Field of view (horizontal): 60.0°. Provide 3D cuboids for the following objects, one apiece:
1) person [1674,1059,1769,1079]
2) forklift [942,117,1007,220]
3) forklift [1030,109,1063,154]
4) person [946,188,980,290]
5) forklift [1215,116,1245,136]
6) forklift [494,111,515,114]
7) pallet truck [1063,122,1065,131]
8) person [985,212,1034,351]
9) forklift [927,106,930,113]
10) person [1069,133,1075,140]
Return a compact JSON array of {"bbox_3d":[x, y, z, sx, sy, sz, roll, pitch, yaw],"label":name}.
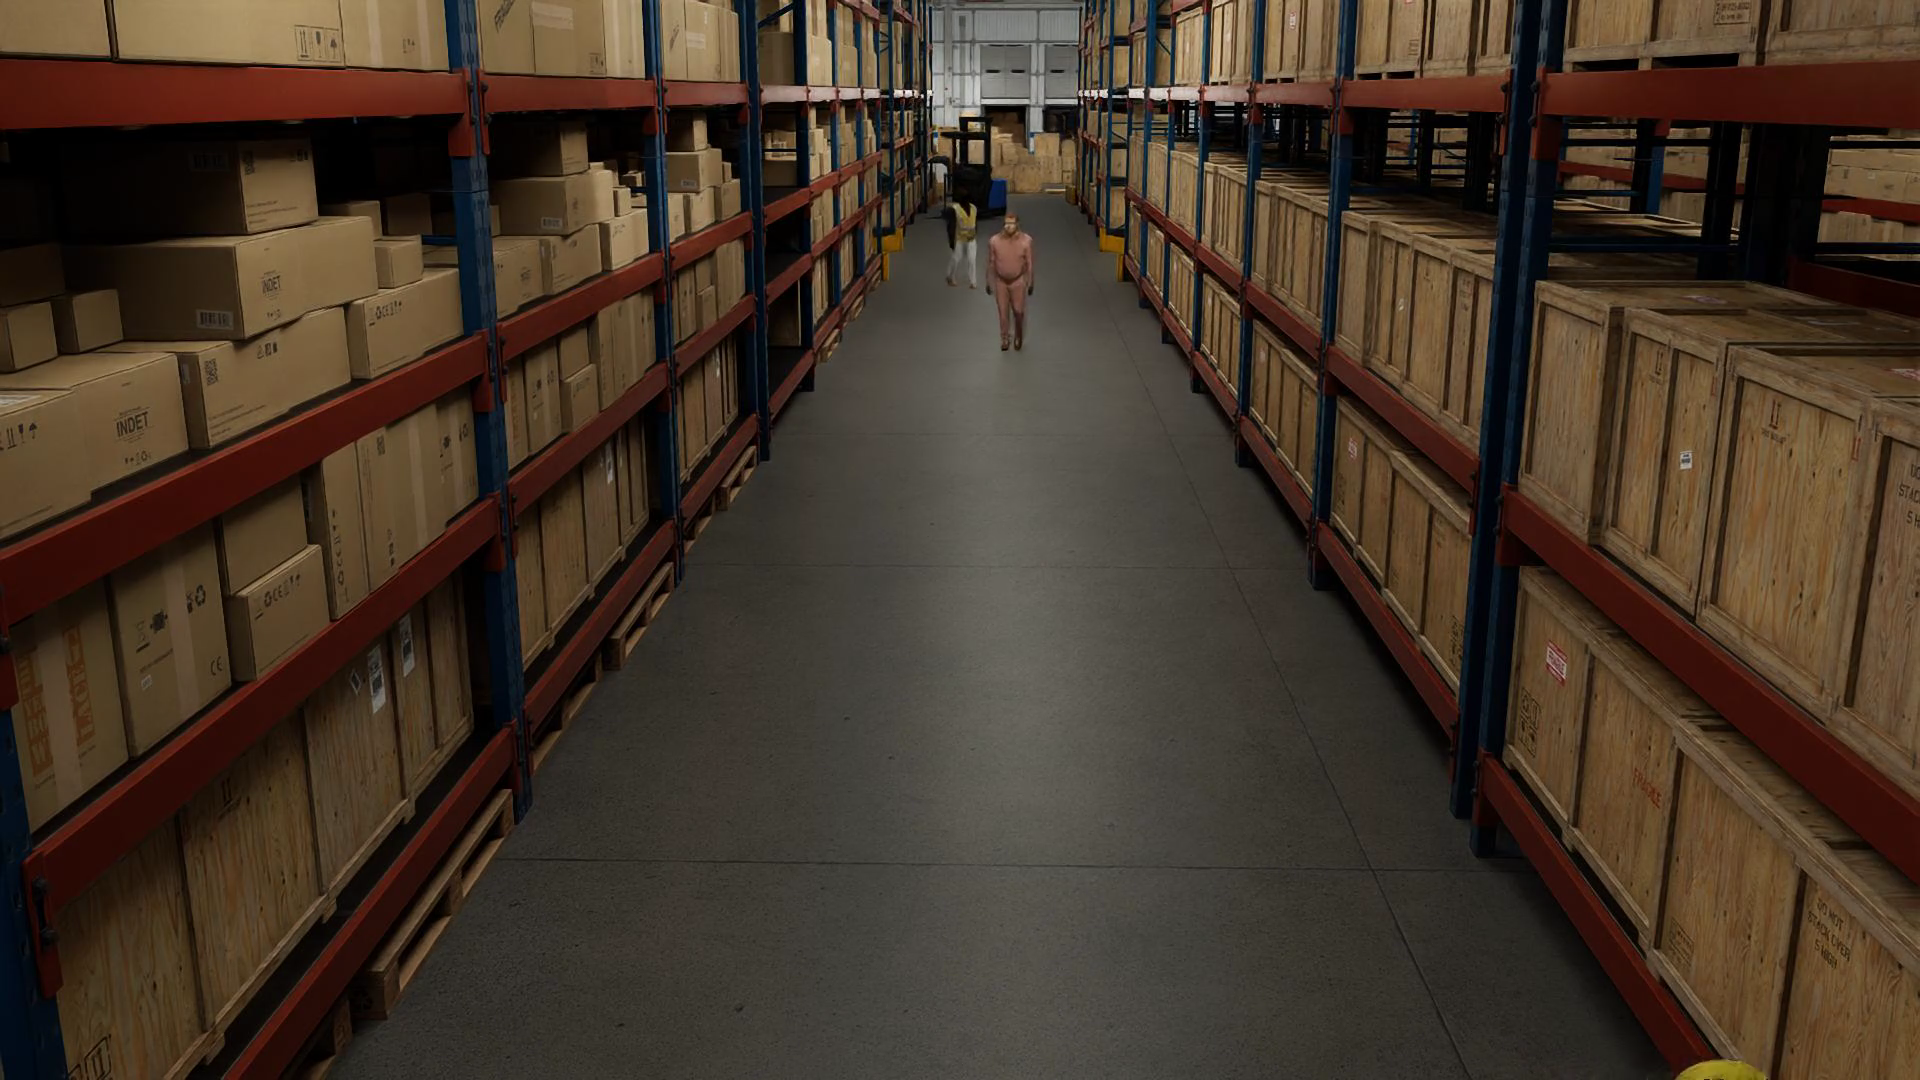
[{"bbox_3d":[1.283,1.805,3.358,0.766,1.685,0.501,2,15,8],"label":"person"},{"bbox_3d":[0.442,-10.491,46.824,1.129,2.768,1.873,9,17,30],"label":"forklift"},{"bbox_3d":[3.875,-16.728,70.032,1.129,2.768,1.873,-11,19,-36],"label":"forklift"},{"bbox_3d":[0.030,-5.479,30.226,0.634,1.808,0.900,-9,18,-30],"label":"person"},{"bbox_3d":[7.788,-10.970,48.609,1.129,2.768,1.873,0,15,1],"label":"forklift"},{"bbox_3d":[-18.354,-15.922,67.032,1.129,2.768,1.873,0,15,1],"label":"forklift"},{"bbox_3d":[5.788,-21.111,88.014,1.885,1.965,0.823,5,16,18],"label":"pallet truck"},{"bbox_3d":[0.671,-3.531,22.805,0.665,1.887,0.504,3,15,10],"label":"person"},{"bbox_3d":[-2.001,-20.667,84.687,1.129,2.768,1.873,0,15,2],"label":"forklift"},{"bbox_3d":[4.506,-15.710,68.124,0.998,1.896,0.641,6,16,21],"label":"person"}]
